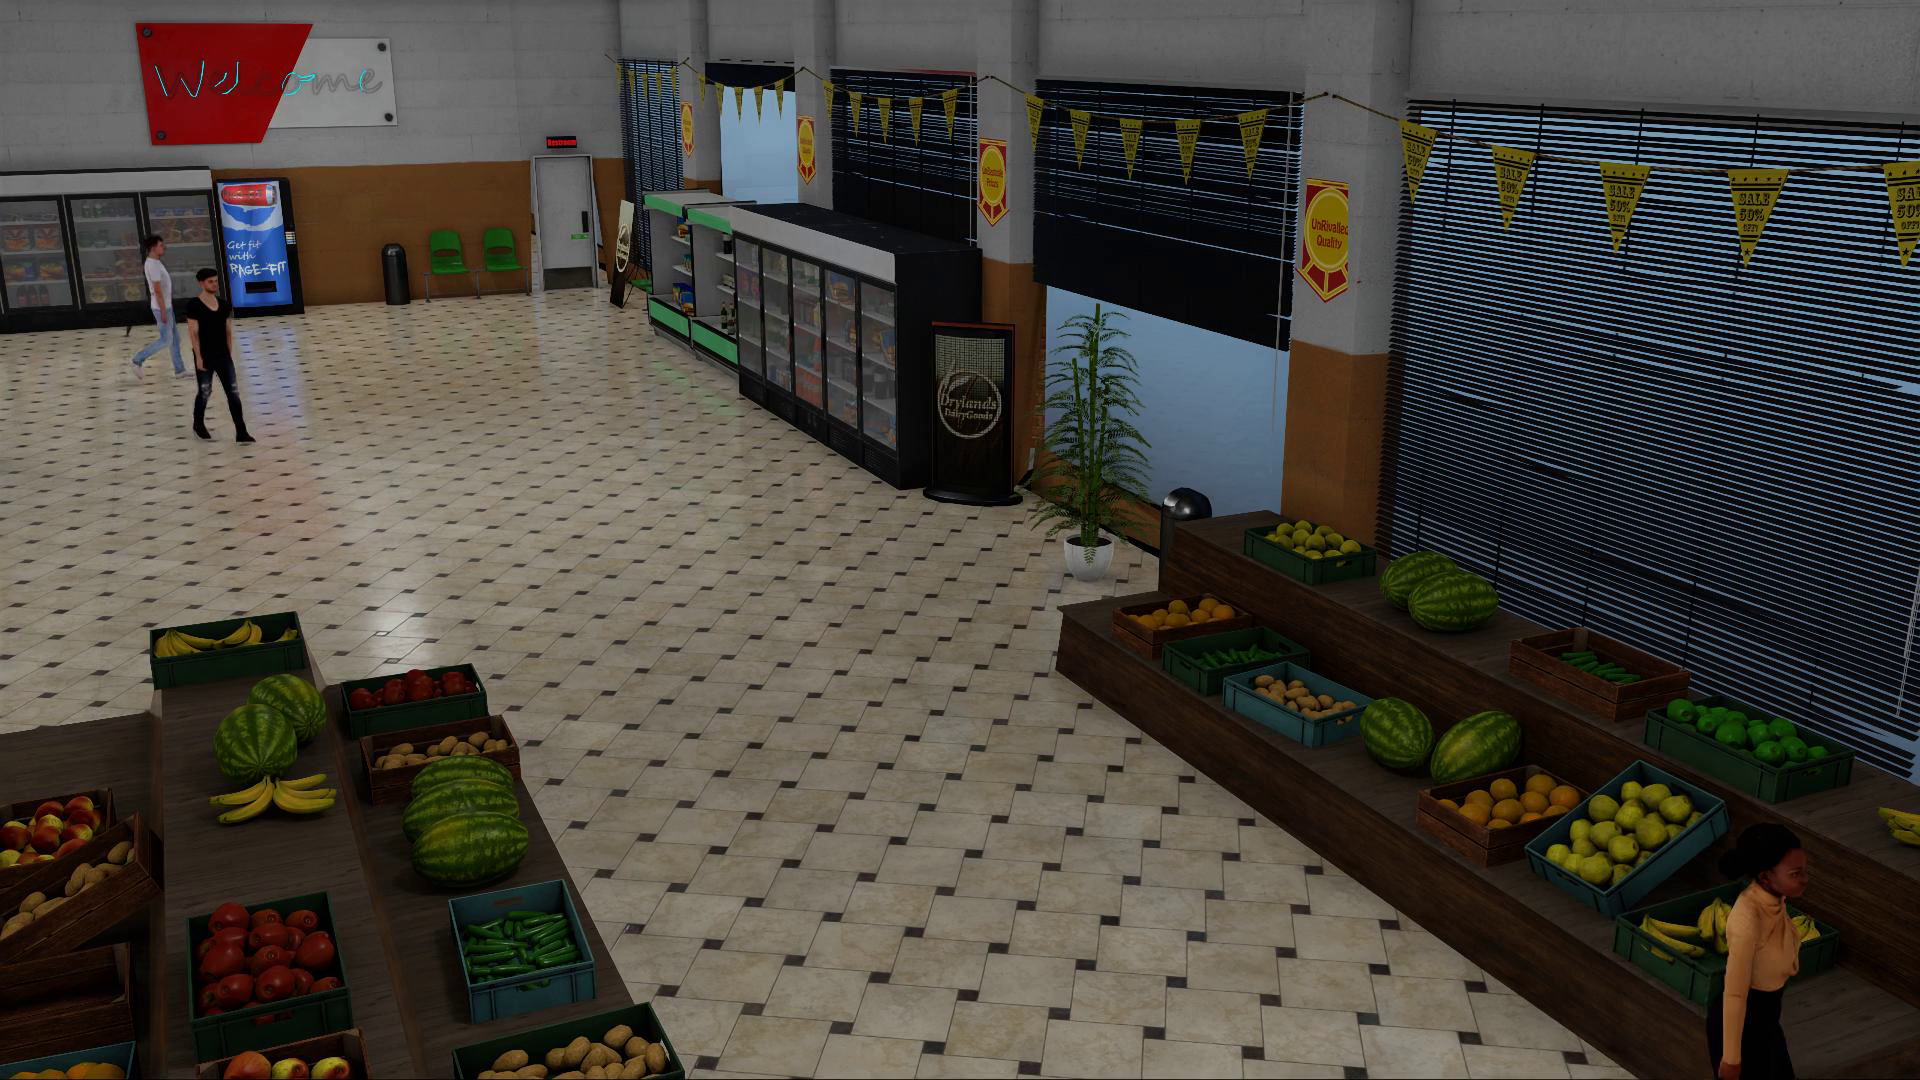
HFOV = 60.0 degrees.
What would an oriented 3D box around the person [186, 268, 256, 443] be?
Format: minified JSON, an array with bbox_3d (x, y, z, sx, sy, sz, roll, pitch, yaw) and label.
[{"bbox_3d":[-8.122,-1.968,17.942,1.276,1.862,1.000,14,22,38],"label":"person"}]

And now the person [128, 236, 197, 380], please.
[{"bbox_3d":[-10.213,-2.910,21.098,0.759,1.831,0.992,-9,19,-28],"label":"person"}]

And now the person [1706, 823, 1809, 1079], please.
[{"bbox_3d":[2.772,1.763,6.035,0.884,1.642,0.766,13,21,38],"label":"person"}]
